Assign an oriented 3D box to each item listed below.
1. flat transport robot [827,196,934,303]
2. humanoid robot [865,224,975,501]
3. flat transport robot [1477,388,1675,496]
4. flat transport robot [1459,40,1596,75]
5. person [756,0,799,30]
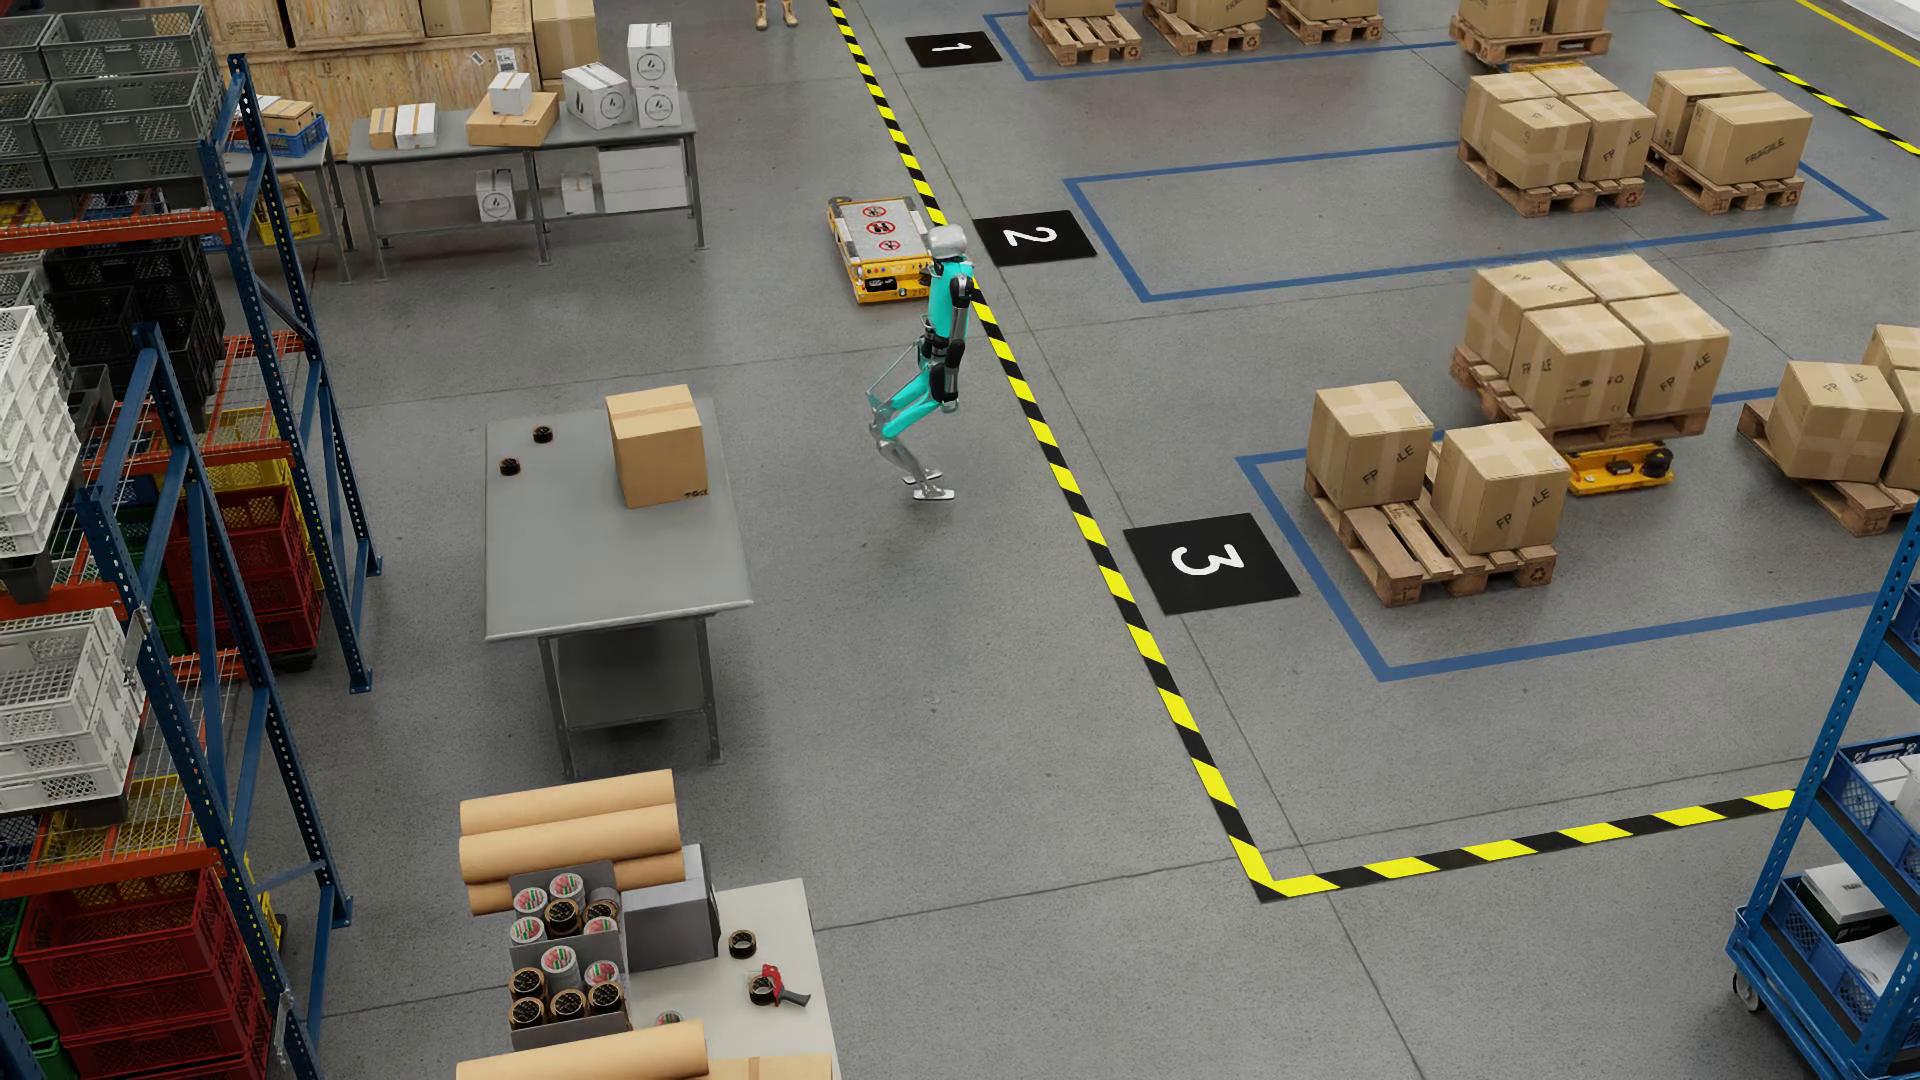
[{"bbox_3d":[-0.570,-2.220,12.538,0.659,0.231,1.431,-8,37,-10],"label":"flat transport robot"},{"bbox_3d":[-0.281,-0.980,9.528,0.735,1.677,0.533,-8,37,-11],"label":"humanoid robot"},{"bbox_3d":[3.874,-0.788,10.590,0.652,0.197,1.431,-8,37,-10],"label":"flat transport robot"},{"bbox_3d":[5.323,-4.536,15.627,0.652,0.197,1.431,-8,37,-10],"label":"flat transport robot"},{"bbox_3d":[-1.815,-5.994,16.125,0.607,2.044,0.390,-8,37,-10],"label":"person"}]
